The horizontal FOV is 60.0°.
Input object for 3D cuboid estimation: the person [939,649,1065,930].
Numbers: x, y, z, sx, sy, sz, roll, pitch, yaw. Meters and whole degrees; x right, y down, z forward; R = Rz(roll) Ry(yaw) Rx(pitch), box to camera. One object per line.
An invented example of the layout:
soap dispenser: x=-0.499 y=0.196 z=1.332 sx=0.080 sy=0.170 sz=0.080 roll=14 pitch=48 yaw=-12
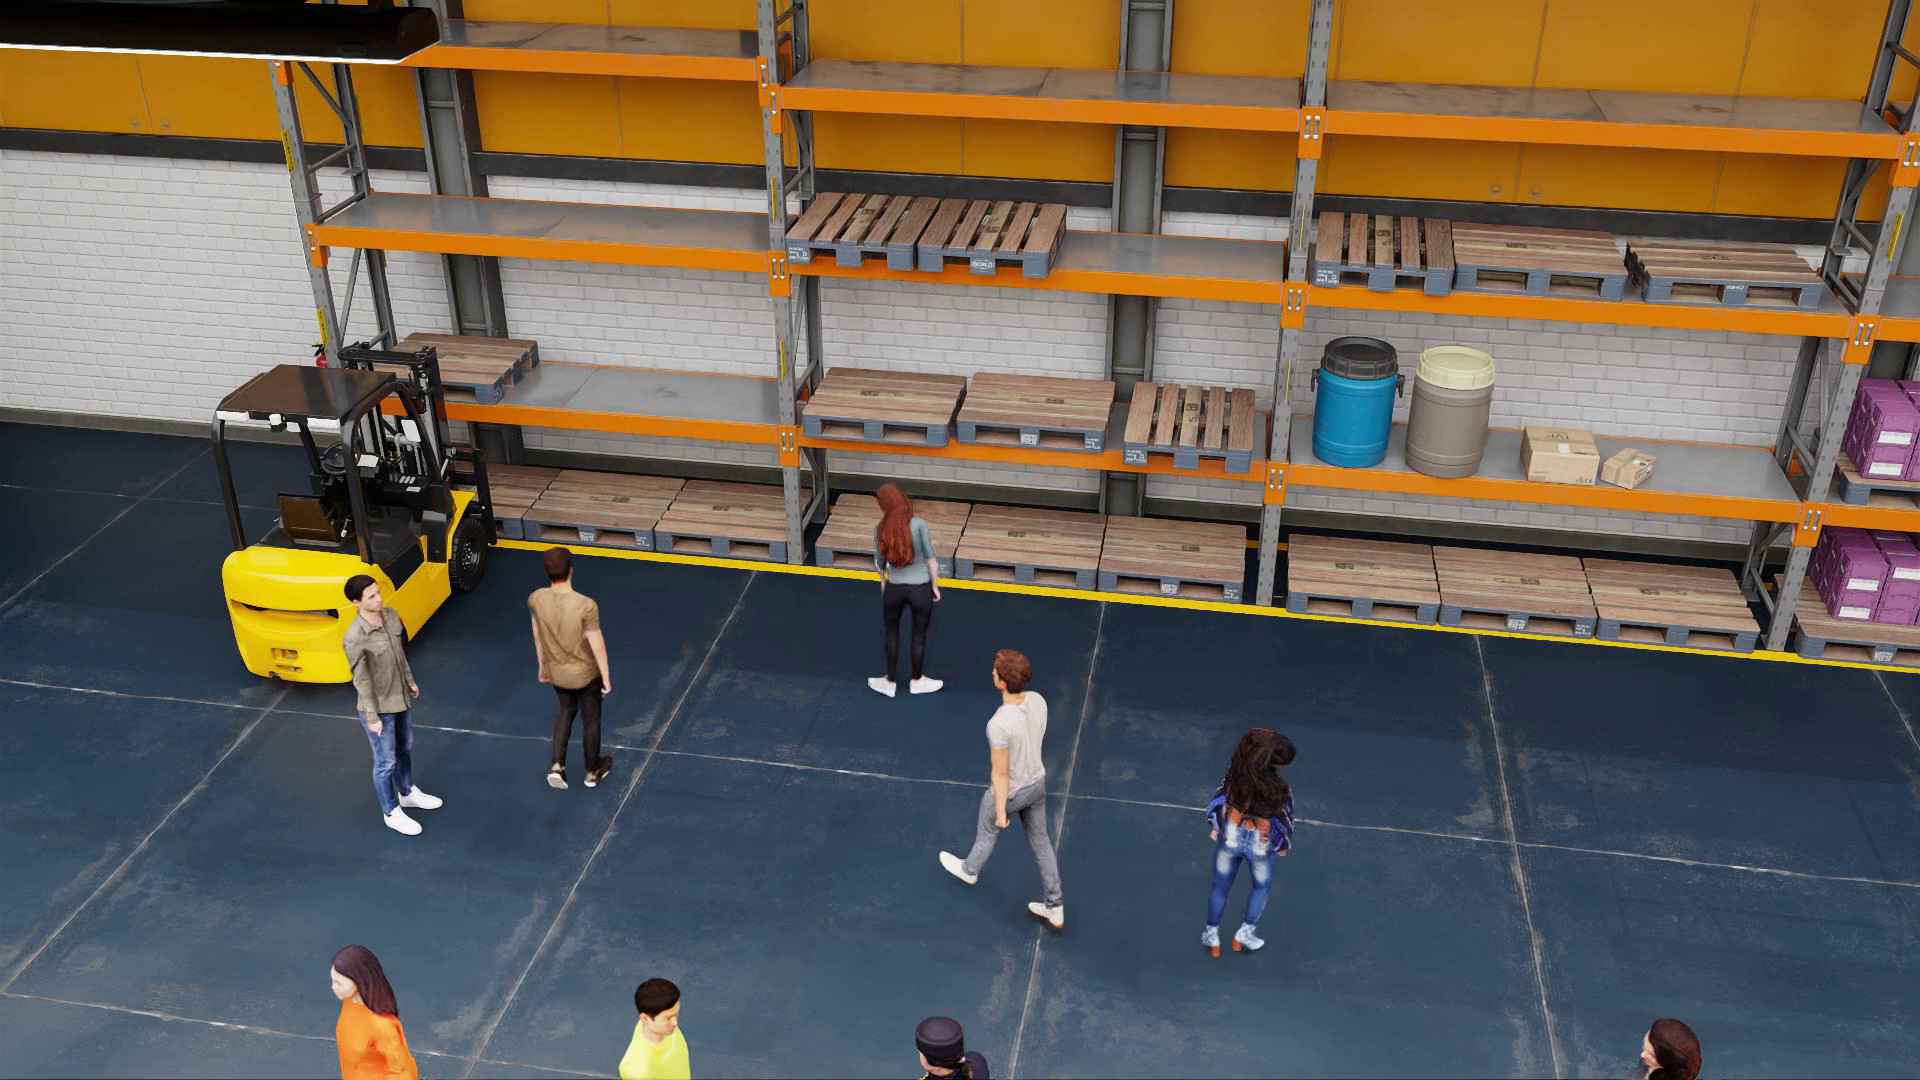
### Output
person: x=0.410 y=1.538 z=10.018 sx=1.300 sy=1.846 sz=1.100 roll=24 pitch=37 yaw=36

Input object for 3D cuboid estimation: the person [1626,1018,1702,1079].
person: x=3.267 y=2.890 z=7.673 sx=1.046 sy=1.718 sz=0.666 roll=4 pitch=29 yaw=8

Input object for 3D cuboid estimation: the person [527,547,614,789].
person: x=-2.647 y=0.930 z=11.142 sx=0.838 sy=1.836 sz=0.788 roll=9 pitch=30 yaw=16

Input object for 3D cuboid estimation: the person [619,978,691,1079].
person: x=-1.434 y=2.764 z=7.917 sx=0.574 sy=1.706 sz=0.647 roll=1 pitch=29 yaw=2

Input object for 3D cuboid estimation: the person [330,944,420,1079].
person: x=-2.734 y=2.619 z=8.147 sx=0.833 sy=1.739 sz=0.772 roll=-20 pitch=34 yaw=-32

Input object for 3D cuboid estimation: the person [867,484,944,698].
person: x=-0.341 y=0.396 z=12.248 sx=0.516 sy=1.715 sz=0.786 roll=15 pitch=32 yaw=25

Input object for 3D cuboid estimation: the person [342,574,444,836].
person: x=-3.776 y=1.049 z=10.894 sx=0.592 sy=1.865 sz=0.707 roll=7 pitch=29 yaw=12

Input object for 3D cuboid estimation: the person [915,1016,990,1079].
person: x=0.037 y=2.946 z=7.645 sx=0.808 sy=1.647 sz=0.818 roll=16 pitch=32 yaw=27

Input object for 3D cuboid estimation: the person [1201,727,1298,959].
person: x=1.698 y=1.796 z=9.792 sx=0.591 sy=1.610 sz=0.780 roll=5 pitch=29 yaw=8
